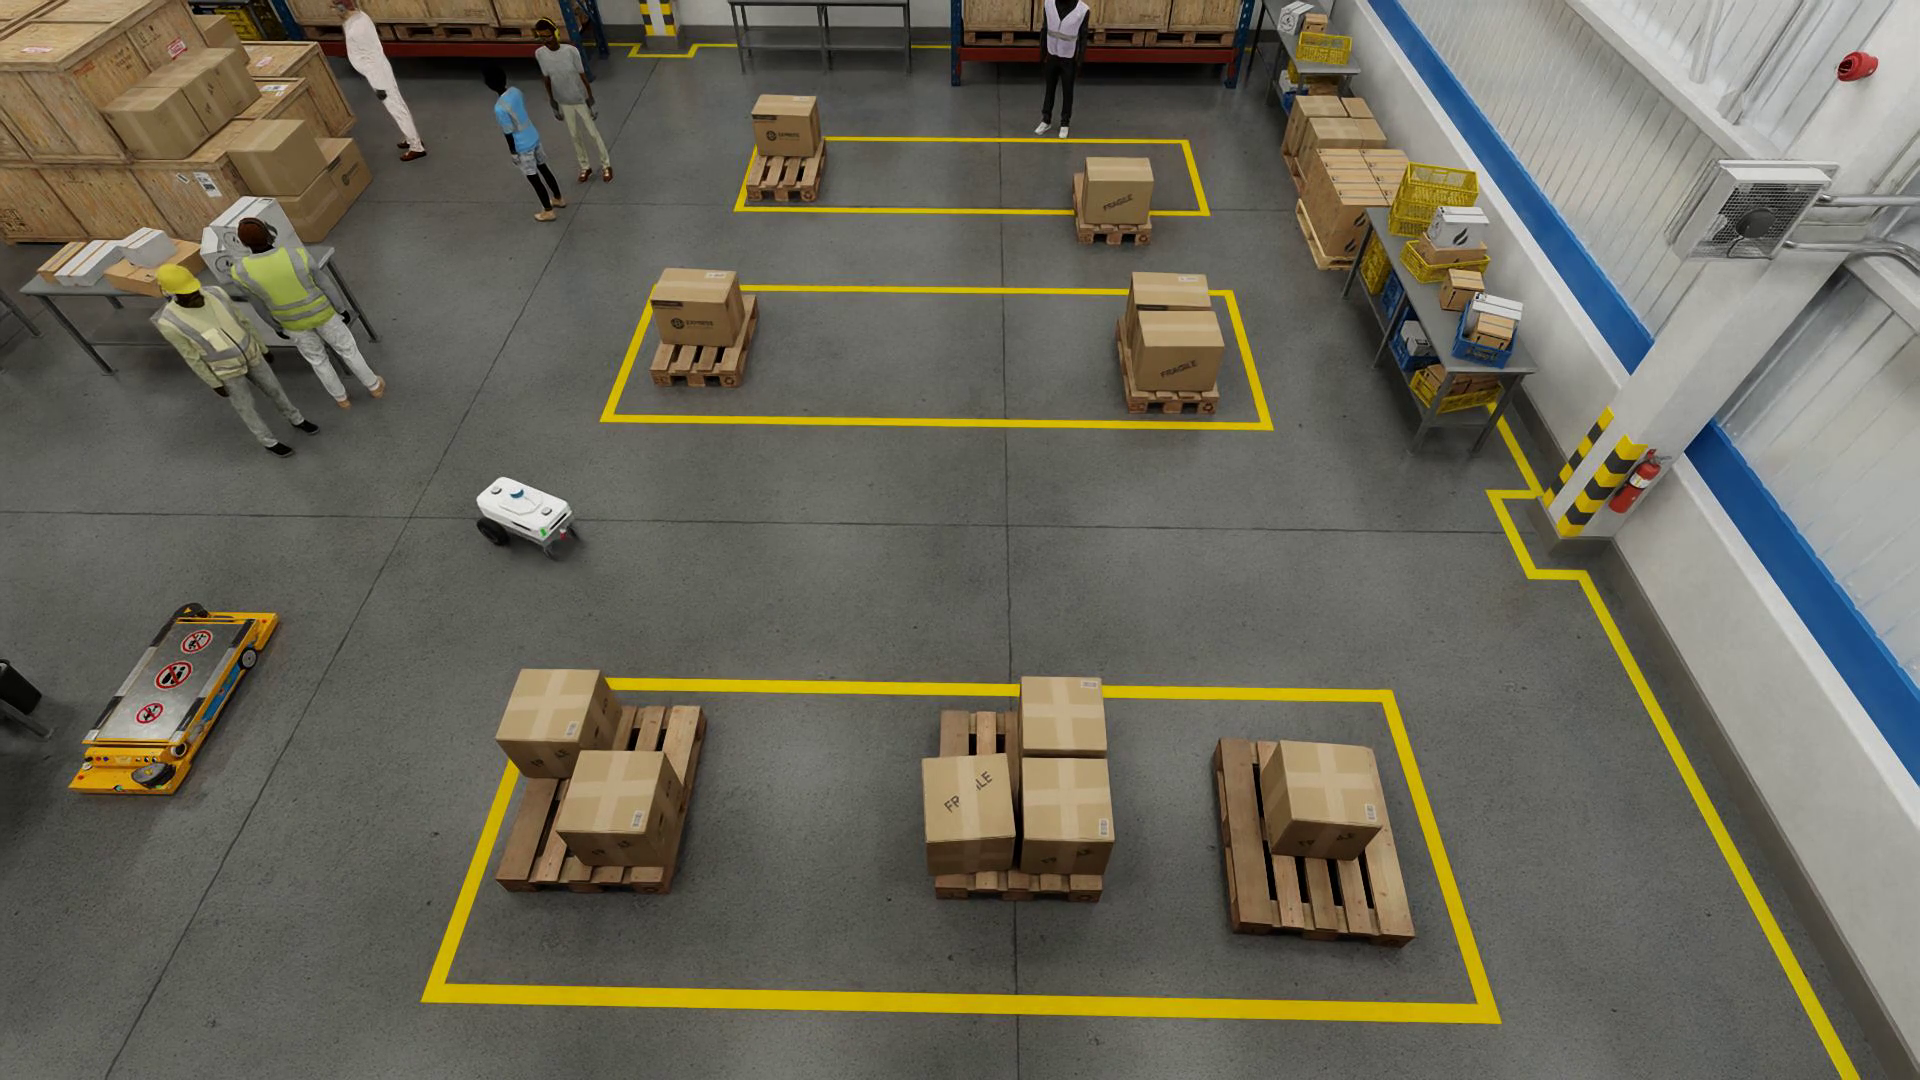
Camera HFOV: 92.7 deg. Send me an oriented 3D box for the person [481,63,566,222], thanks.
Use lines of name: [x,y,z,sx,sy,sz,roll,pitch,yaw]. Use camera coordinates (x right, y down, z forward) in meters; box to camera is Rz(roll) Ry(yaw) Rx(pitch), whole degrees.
person: [-4.824,-4.380,10.134,0.323,1.689,0.537,4,50,3]

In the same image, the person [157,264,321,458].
person: [-6.005,-1.482,7.596,0.403,1.822,0.594,16,52,13]

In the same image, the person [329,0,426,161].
person: [-6.990,-5.556,10.992,0.407,1.902,0.639,-19,52,-15]

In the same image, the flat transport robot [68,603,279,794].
flat transport robot: [-5.504,1.072,6.442,0.652,0.197,1.431,1,50,1]

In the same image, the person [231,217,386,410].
person: [-5.673,-1.945,7.974,0.625,1.844,0.429,-24,54,-19]

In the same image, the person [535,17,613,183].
person: [-4.466,-5.046,10.590,0.515,1.862,0.356,-2,50,-2]

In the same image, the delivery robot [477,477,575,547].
delivery robot: [-3.462,-0.241,7.309,0.707,0.478,0.477,20,53,16]

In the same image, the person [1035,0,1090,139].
person: [1.268,-5.993,11.348,0.589,1.920,0.398,21,53,17]
